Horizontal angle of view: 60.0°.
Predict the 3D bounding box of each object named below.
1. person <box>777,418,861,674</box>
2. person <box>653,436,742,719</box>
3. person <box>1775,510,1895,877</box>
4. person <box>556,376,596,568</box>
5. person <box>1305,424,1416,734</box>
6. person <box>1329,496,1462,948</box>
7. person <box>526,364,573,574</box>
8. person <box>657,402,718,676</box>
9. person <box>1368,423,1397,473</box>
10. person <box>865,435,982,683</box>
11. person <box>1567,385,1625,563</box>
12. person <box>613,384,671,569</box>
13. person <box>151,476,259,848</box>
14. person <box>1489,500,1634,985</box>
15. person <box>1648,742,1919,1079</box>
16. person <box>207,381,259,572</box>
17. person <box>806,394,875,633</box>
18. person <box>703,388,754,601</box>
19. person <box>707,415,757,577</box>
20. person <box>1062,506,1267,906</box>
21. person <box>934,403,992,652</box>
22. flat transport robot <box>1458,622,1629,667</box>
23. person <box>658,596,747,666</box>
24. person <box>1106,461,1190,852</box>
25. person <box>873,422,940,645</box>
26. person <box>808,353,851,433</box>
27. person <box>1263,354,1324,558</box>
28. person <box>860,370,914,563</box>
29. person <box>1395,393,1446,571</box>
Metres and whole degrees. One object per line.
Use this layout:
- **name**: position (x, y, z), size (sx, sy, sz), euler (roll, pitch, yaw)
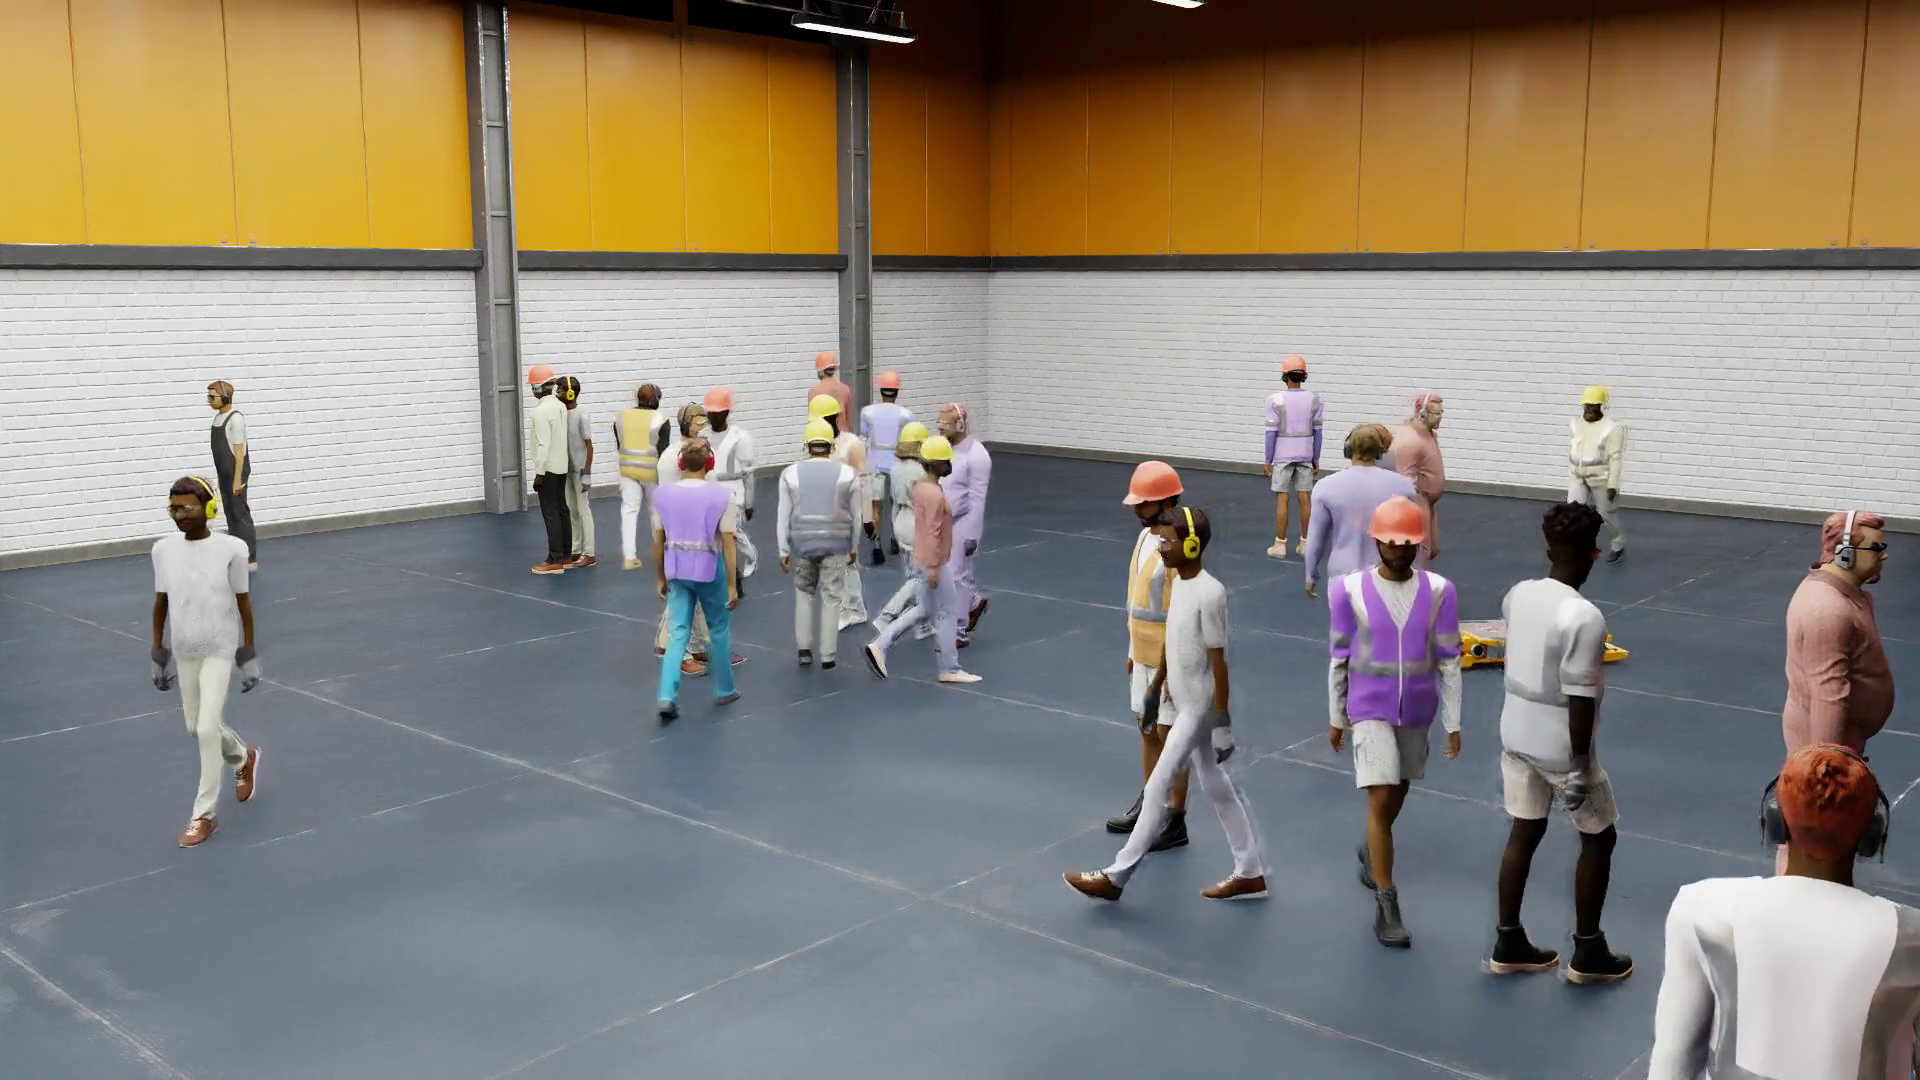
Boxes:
- **person**: position (-0.995, 0.037, 11.937), size (0.590, 1.810, 0.586), euler (0, 9, 3)
- **person**: position (-1.692, 0.237, 10.698), size (0.583, 1.814, 0.862), euler (2, 9, 13)
- **person**: position (3.526, 0.823, 6.714), size (0.403, 1.906, 0.651), euler (4, 10, 24)
- **person**: position (-3.748, -0.658, 16.153), size (0.336, 1.864, 0.521), euler (-8, 12, -41)
- **person**: position (2.489, 0.215, 10.514), size (0.655, 1.906, 0.900), euler (0, 9, 1)
- **person**: position (1.909, 0.732, 7.353), size (0.562, 1.900, 0.989), euler (0, 9, 2)
- **person**: position (-3.923, -0.674, 15.842), size (0.393, 1.989, 0.623), euler (1, 9, 7)
- **person**: position (-1.898, -0.015, 11.872), size (0.369, 1.939, 0.631), euler (4, 10, 22)
- **person**: position (3.601, -0.205, 14.110), size (0.672, 1.601, 0.326), euler (-8, 12, -43)
- **person**: position (-0.254, 0.143, 11.500), size (0.746, 1.744, 0.527), euler (-1, 9, -9)
- **person**: position (6.202, -0.622, 16.191), size (0.937, 1.788, 0.596), euler (-7, 11, -38)
- **person**: position (-3.062, -0.629, 16.232), size (0.606, 1.782, 0.978), euler (2, 9, 12)
- **person**: position (-3.860, 0.568, 8.539), size (0.522, 1.841, 0.856), euler (1, 9, 4)
- **person**: position (2.433, 0.803, 6.694), size (0.610, 1.939, 0.621), euler (-3, 9, -17)
- **person**: position (1.840, 1.339, 3.615), size (0.595, 1.853, 0.807), euler (6, 11, 34)
- **person**: position (-6.964, -0.603, 15.882), size (0.503, 1.840, 0.333), euler (8, 12, 42)
- **person**: position (-1.014, -0.213, 13.252), size (0.711, 1.889, 0.601), euler (-8, 12, -40)
- **person**: position (-2.045, -0.342, 14.074), size (0.548, 1.876, 1.041), euler (4, 10, 22)
- **person**: position (-2.183, -0.406, 15.350), size (0.515, 1.610, 0.790), euler (5, 10, 27)
- **person**: position (0.948, 0.751, 7.432), size (0.984, 1.813, 0.558), euler (-1, 9, -5)
- **person**: position (0.017, -0.106, 12.618), size (0.588, 1.887, 0.654), euler (-8, 12, -40)
- **flat transport robot**: position (4.114, 0.748, 12.298), size (1.431, 0.197, 0.652), euler (-1, 9, -9)
- **person**: position (-1.911, 0.120, 12.108), size (0.777, 1.591, 0.521), euler (2, 9, 14)
- **person**: position (0.964, 0.567, 8.236), size (0.363, 1.933, 0.543), euler (-3, 10, -20)
- **person**: position (-0.394, -0.048, 12.782), size (0.680, 1.723, 0.500), euler (-6, 11, -32)
- **person**: position (-1.553, -1.176, 19.139), size (0.651, 1.939, 0.998), euler (-7, 12, -39)
- **person**: position (3.327, -0.835, 16.694), size (0.607, 2.044, 0.372), euler (-2, 9, -10)
- **person**: position (-0.728, -0.736, 16.537), size (0.545, 1.908, 0.951), euler (0, 9, 1)
- **person**: position (3.726, -0.280, 13.706), size (0.527, 1.882, 0.660), euler (4, 10, 24)
